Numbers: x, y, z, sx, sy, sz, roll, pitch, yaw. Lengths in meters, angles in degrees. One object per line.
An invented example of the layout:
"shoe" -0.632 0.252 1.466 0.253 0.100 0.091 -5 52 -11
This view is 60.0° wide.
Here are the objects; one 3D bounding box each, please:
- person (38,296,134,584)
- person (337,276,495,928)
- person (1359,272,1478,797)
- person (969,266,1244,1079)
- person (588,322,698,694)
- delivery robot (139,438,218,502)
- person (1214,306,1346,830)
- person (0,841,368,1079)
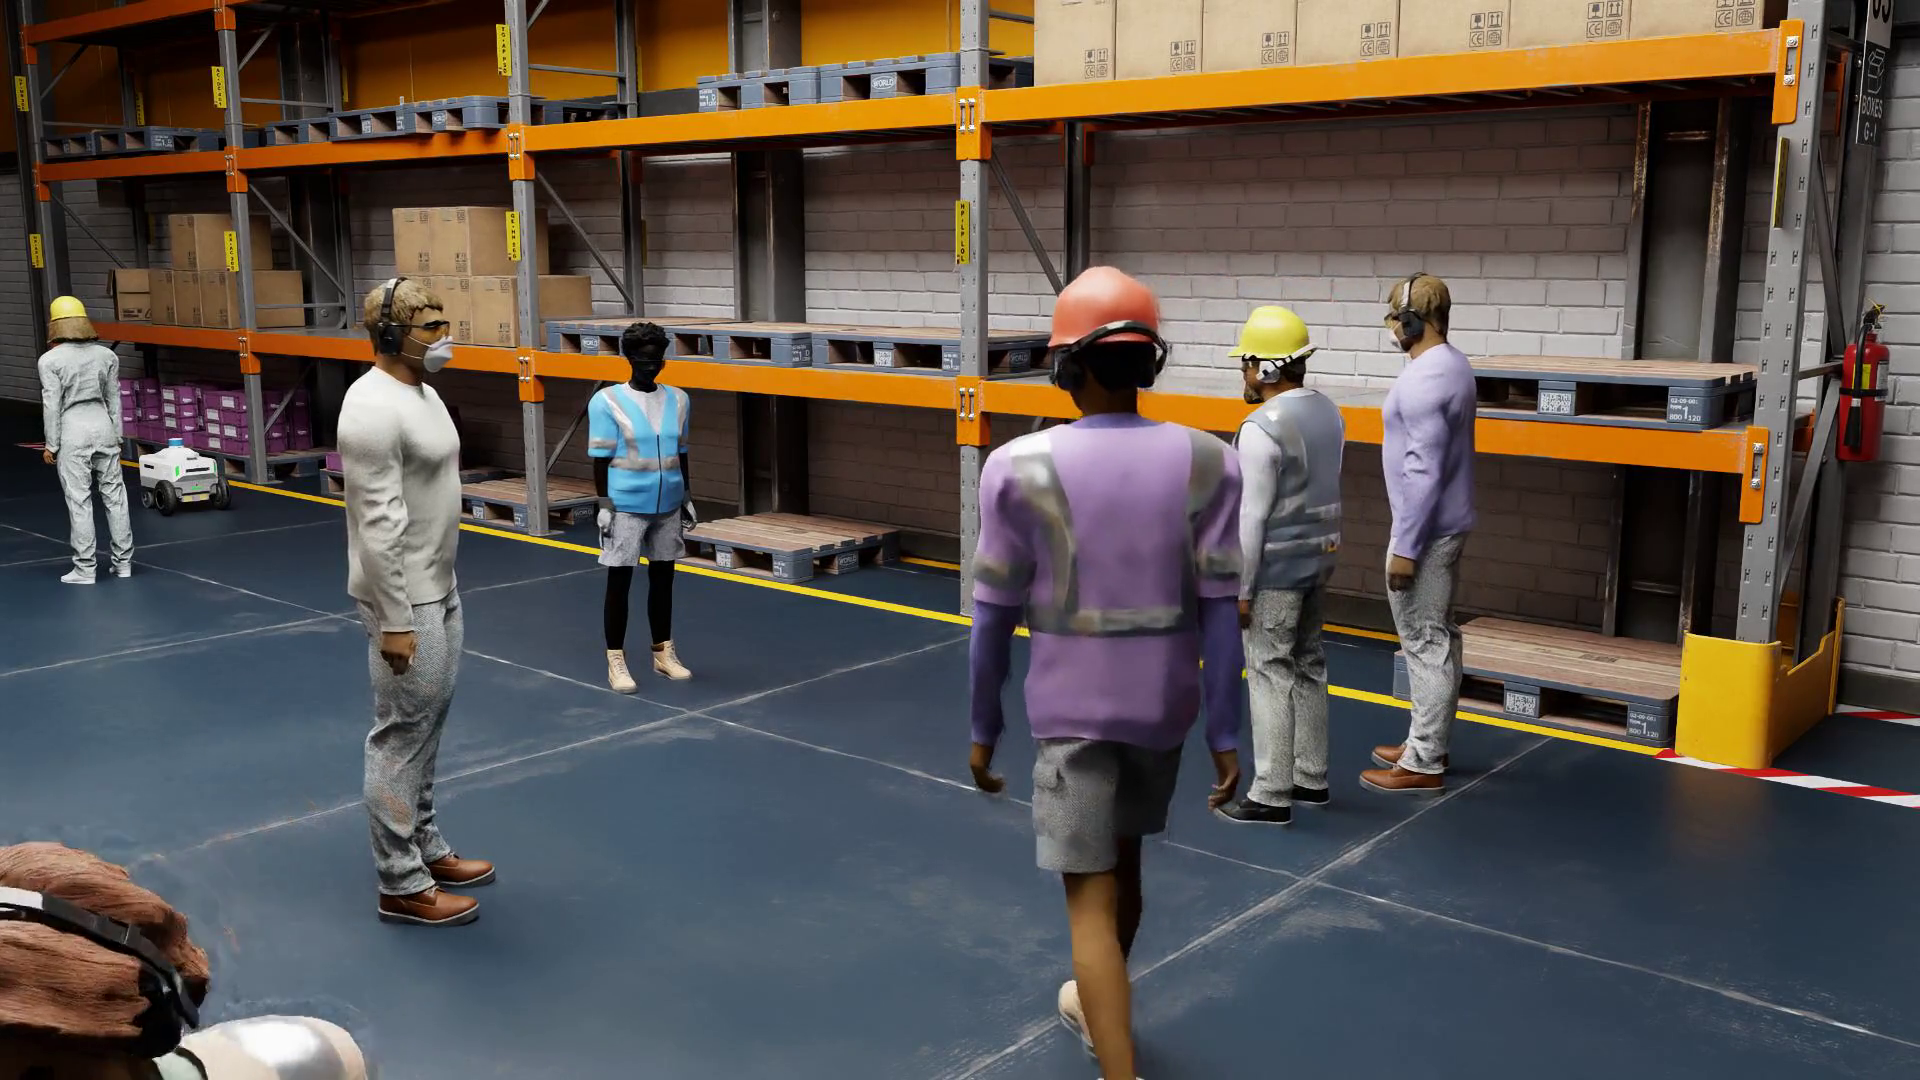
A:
"person" -5.318 -0.602 10.080 0.311 1.735 0.484 7 12 33
"person" -1.648 0.183 5.025 0.358 1.938 0.636 -1 10 -5
"person" 1.710 -0.013 6.162 0.379 1.933 0.629 5 11 26
"person" 0.347 0.387 3.756 0.617 1.995 1.060 -2 10 -12
"person" -1.450 -0.153 7.642 0.529 1.692 0.321 -9 13 -40
"delivery robot" -6.034 -0.542 12.831 0.707 0.478 0.477 9 13 41
"person" 1.114 0.098 5.849 0.404 1.826 0.591 8 13 39
"person" -0.628 0.977 1.437 0.327 1.611 0.653 5 11 25
